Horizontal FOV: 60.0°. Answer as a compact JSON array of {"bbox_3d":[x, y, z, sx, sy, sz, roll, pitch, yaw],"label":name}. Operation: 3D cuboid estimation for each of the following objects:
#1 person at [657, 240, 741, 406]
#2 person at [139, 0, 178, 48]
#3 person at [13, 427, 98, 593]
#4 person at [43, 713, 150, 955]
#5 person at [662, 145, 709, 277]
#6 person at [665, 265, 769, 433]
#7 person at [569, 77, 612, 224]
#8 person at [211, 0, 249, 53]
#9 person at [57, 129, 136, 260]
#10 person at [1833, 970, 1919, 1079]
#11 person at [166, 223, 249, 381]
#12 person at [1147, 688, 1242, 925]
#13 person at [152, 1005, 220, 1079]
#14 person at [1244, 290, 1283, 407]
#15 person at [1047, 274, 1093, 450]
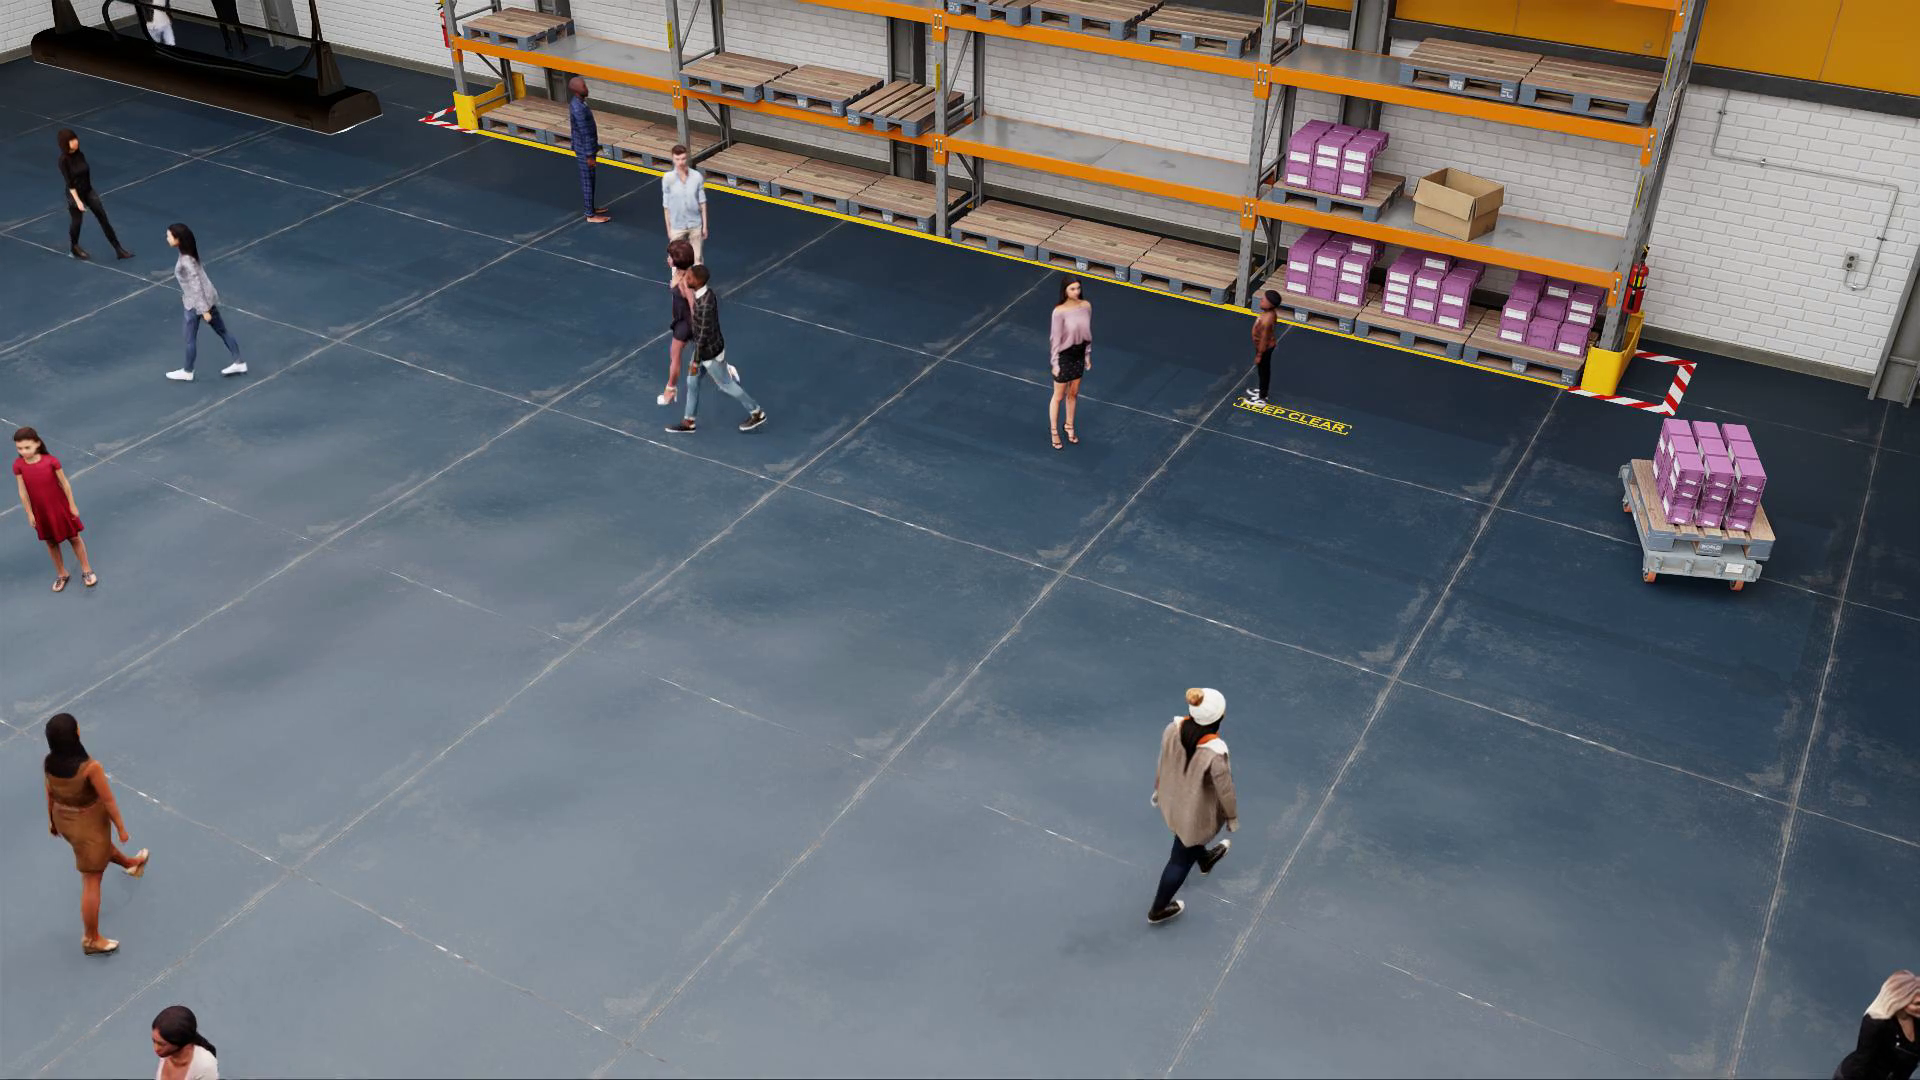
[{"bbox_3d":[-2.670,-2.211,16.842,1.088,1.749,1.075,-12,35,-17],"label":"person"},{"bbox_3d":[-12.199,-7.823,25.238,1.182,1.802,0.809,27,42,34],"label":"person"},{"bbox_3d":[-7.719,-0.289,14.130,0.683,1.552,0.742,-12,35,-17],"label":"person"},{"bbox_3d":[-5.674,1.928,10.731,1.107,1.621,0.902,11,35,17],"label":"person"},{"bbox_3d":[-3.098,-3.583,18.817,0.721,1.847,0.781,-9,35,-13],"label":"person"},{"bbox_3d":[-2.333,-1.820,16.224,1.299,1.781,1.197,-6,34,-9],"label":"person"},{"bbox_3d":[-4.692,-4.901,20.827,0.817,1.819,0.761,-8,34,-12],"label":"person"},{"bbox_3d":[-11.830,-8.744,26.643,0.680,1.780,0.722,-12,35,-17],"label":"person"},{"bbox_3d":[-10.519,-4.071,19.775,1.094,1.601,0.666,12,36,18],"label":"person"},{"bbox_3d":[4.936,2.967,9.110,0.682,1.685,0.675,-22,39,-29],"label":"person"},{"bbox_3d":[-7.792,-2.469,17.274,1.113,1.701,1.030,-7,34,-10],"label":"person"},{"bbox_3d":[1.423,1.741,10.800,1.076,1.856,1.155,-21,39,-29],"label":"person"},{"bbox_3d":[-3.948,3.064,8.939,0.932,1.712,0.686,19,38,26],"label":"person"},{"bbox_3d":[3.110,-1.970,16.927,0.522,1.254,0.553,12,35,17],"label":"person"},{"bbox_3d":[1.044,-1.725,16.056,0.697,1.811,0.692,-19,38,-26],"label":"person"}]
